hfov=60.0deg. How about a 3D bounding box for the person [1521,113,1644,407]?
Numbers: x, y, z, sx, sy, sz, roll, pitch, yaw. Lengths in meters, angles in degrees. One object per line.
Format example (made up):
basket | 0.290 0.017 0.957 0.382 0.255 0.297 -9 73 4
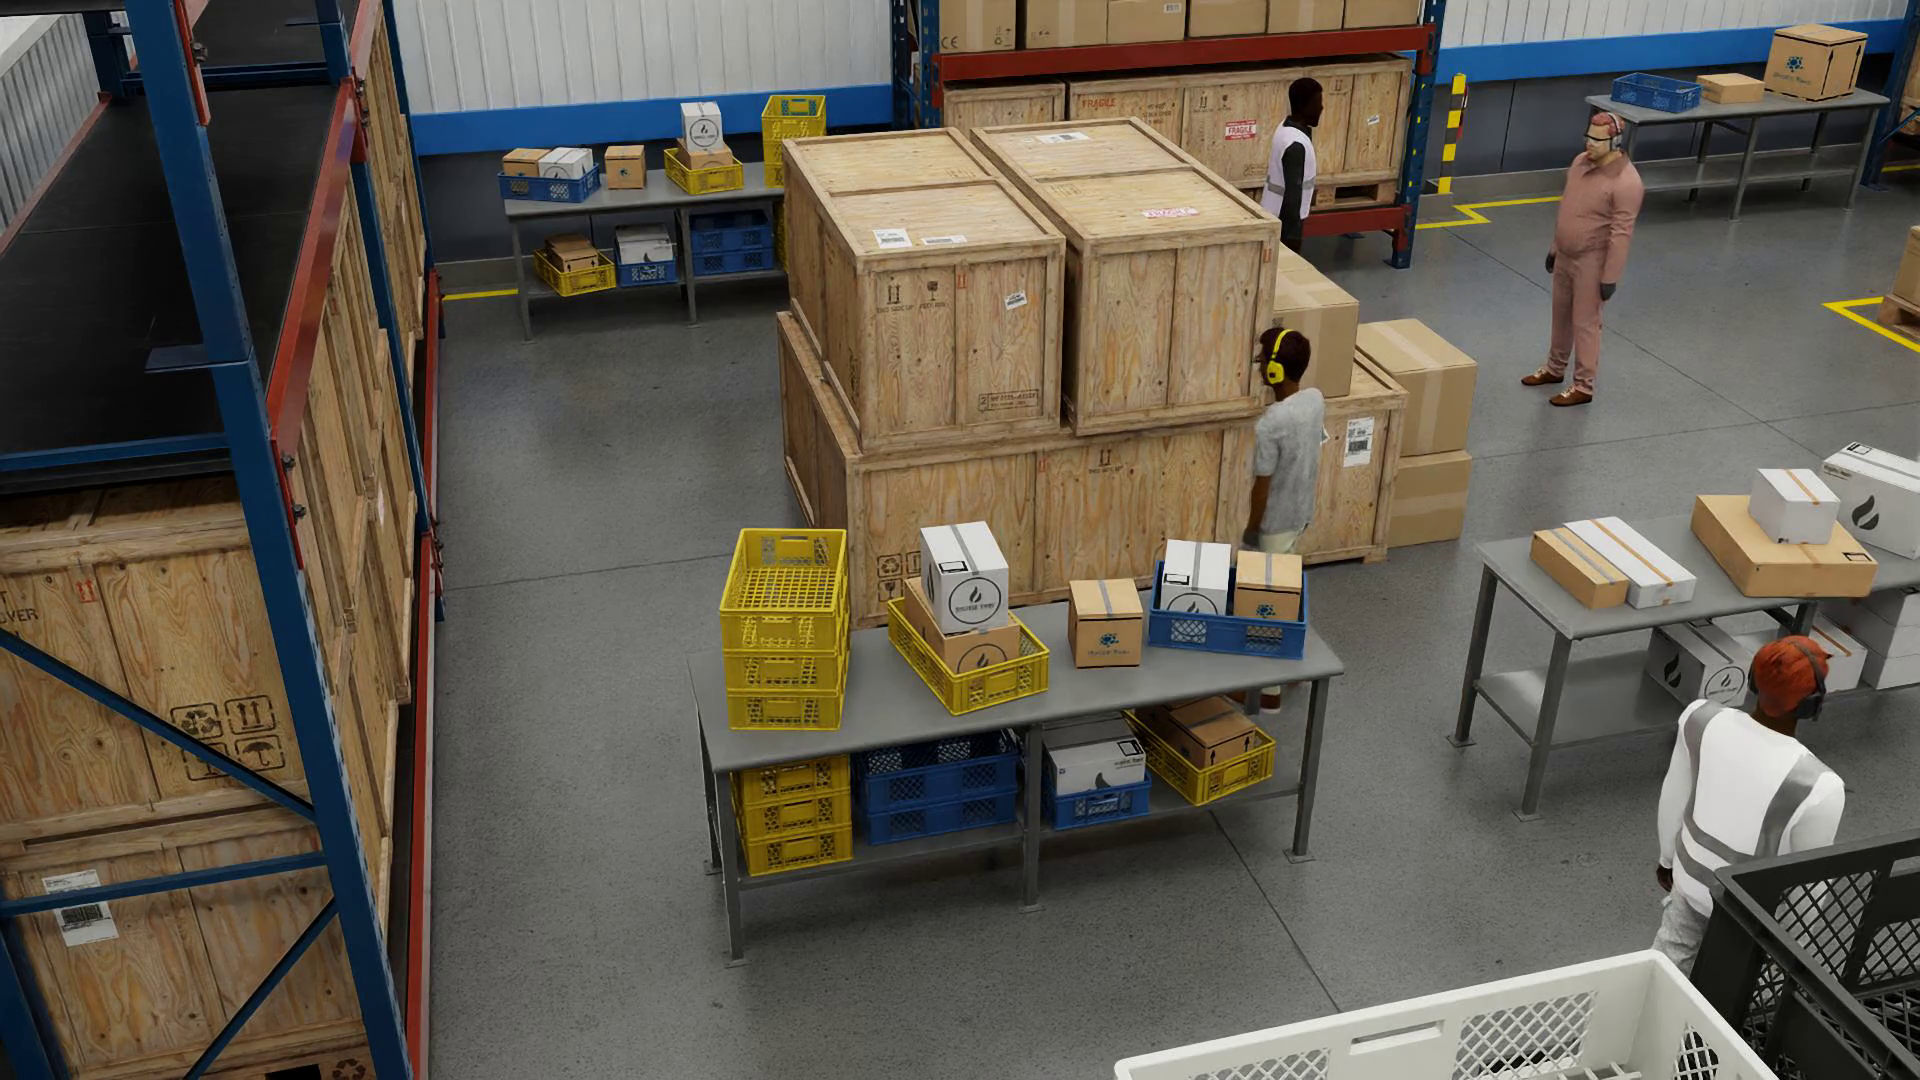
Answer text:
person | 4.001 -1.798 10.684 0.401 1.900 0.651 -6 30 -12

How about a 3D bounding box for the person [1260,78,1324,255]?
person | 2.241 -2.200 11.387 0.377 1.917 0.599 2 29 4

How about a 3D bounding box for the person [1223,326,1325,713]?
person | 1.449 -0.082 7.611 0.333 1.859 0.536 19 34 30

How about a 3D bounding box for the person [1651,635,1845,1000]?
person | 2.493 1.133 5.372 0.355 1.884 0.576 -17 33 -27
